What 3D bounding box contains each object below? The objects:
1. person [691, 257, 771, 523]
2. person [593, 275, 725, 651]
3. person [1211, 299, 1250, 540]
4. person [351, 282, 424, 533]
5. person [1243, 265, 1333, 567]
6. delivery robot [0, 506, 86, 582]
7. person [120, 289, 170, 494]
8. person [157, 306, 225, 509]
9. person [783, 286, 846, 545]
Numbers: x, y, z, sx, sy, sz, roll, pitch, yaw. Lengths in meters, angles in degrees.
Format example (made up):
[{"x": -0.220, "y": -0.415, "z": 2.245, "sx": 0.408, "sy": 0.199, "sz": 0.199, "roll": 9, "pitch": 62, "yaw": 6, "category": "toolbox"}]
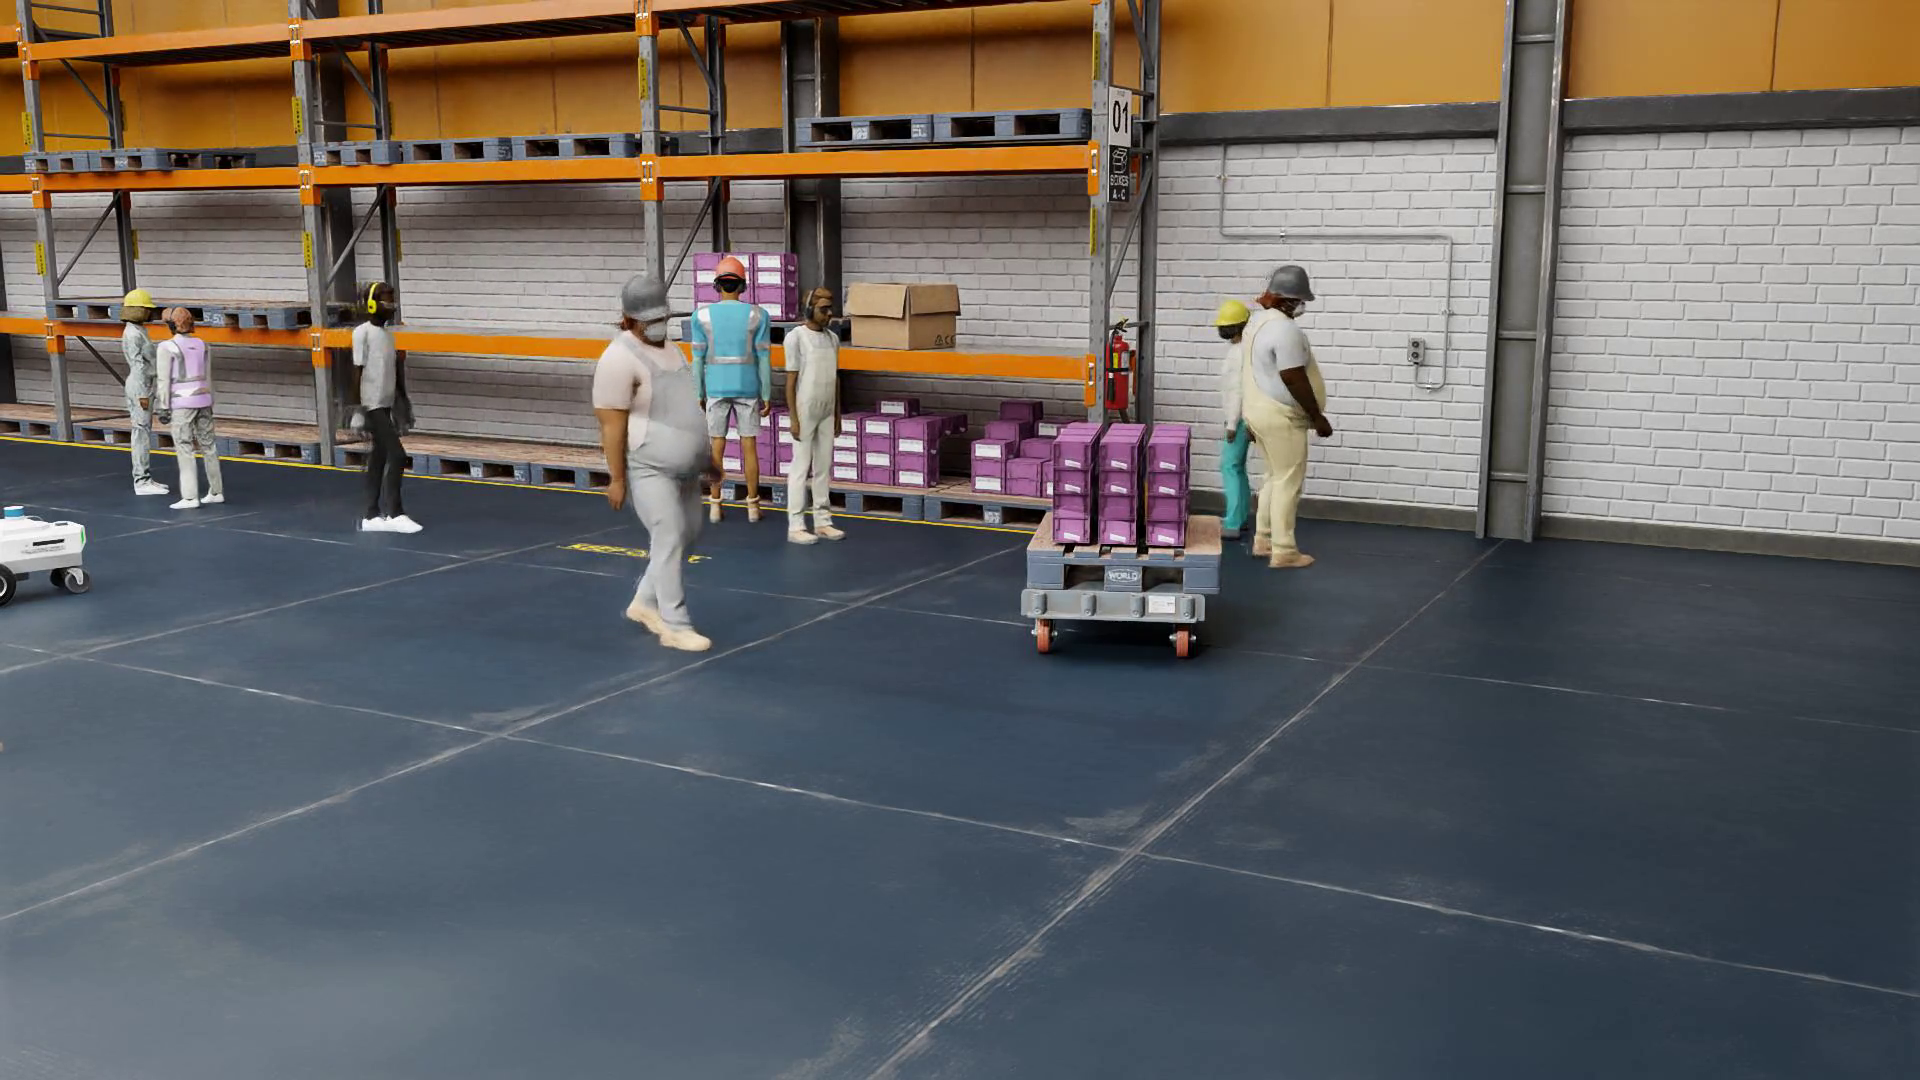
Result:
[{"x": -1.751, "y": -1.146, "z": 12.781, "sx": 0.608, "sy": 2.035, "sz": 0.406, "roll": -1, "pitch": 10, "yaw": -4, "category": "person"}, {"x": -1.598, "y": -0.435, "z": 8.855, "sx": 0.621, "sy": 2.000, "sz": 0.716, "roll": 4, "pitch": 11, "yaw": 20, "category": "person"}, {"x": 1.994, "y": -0.880, "z": 12.093, "sx": 0.377, "sy": 1.749, "sz": 0.585, "roll": 2, "pitch": 10, "yaw": 8, "category": "person"}, {"x": -4.185, "y": -0.961, "z": 12.269, "sx": 0.673, "sy": 1.844, "sz": 0.564, "roll": 1, "pitch": 10, "yaw": 6, "category": "person"}, {"x": 2.160, "y": -0.827, "z": 11.009, "sx": 0.558, "sy": 2.000, "sz": 0.720, "roll": -1, "pitch": 10, "yaw": -4, "category": "person"}, {"x": -5.708, "y": 0.039, "z": 10.075, "sx": 0.477, "sy": 0.478, "sz": 0.707, "roll": 10, "pitch": 14, "yaw": 42, "category": "delivery robot"}, {"x": -6.968, "y": -1.262, "z": 14.210, "sx": 0.304, "sy": 1.741, "sz": 0.494, "roll": -5, "pitch": 11, "yaw": -25, "category": "person"}, {"x": -6.247, "y": -1.070, "z": 13.471, "sx": 0.319, "sy": 1.630, "sz": 0.516, "roll": 3, "pitch": 11, "yaw": 17, "category": "person"}, {"x": -1.040, "y": -0.890, "z": 11.928, "sx": 0.347, "sy": 1.838, "sz": 0.515, "roll": 9, "pitch": 14, "yaw": 42, "category": "person"}]
